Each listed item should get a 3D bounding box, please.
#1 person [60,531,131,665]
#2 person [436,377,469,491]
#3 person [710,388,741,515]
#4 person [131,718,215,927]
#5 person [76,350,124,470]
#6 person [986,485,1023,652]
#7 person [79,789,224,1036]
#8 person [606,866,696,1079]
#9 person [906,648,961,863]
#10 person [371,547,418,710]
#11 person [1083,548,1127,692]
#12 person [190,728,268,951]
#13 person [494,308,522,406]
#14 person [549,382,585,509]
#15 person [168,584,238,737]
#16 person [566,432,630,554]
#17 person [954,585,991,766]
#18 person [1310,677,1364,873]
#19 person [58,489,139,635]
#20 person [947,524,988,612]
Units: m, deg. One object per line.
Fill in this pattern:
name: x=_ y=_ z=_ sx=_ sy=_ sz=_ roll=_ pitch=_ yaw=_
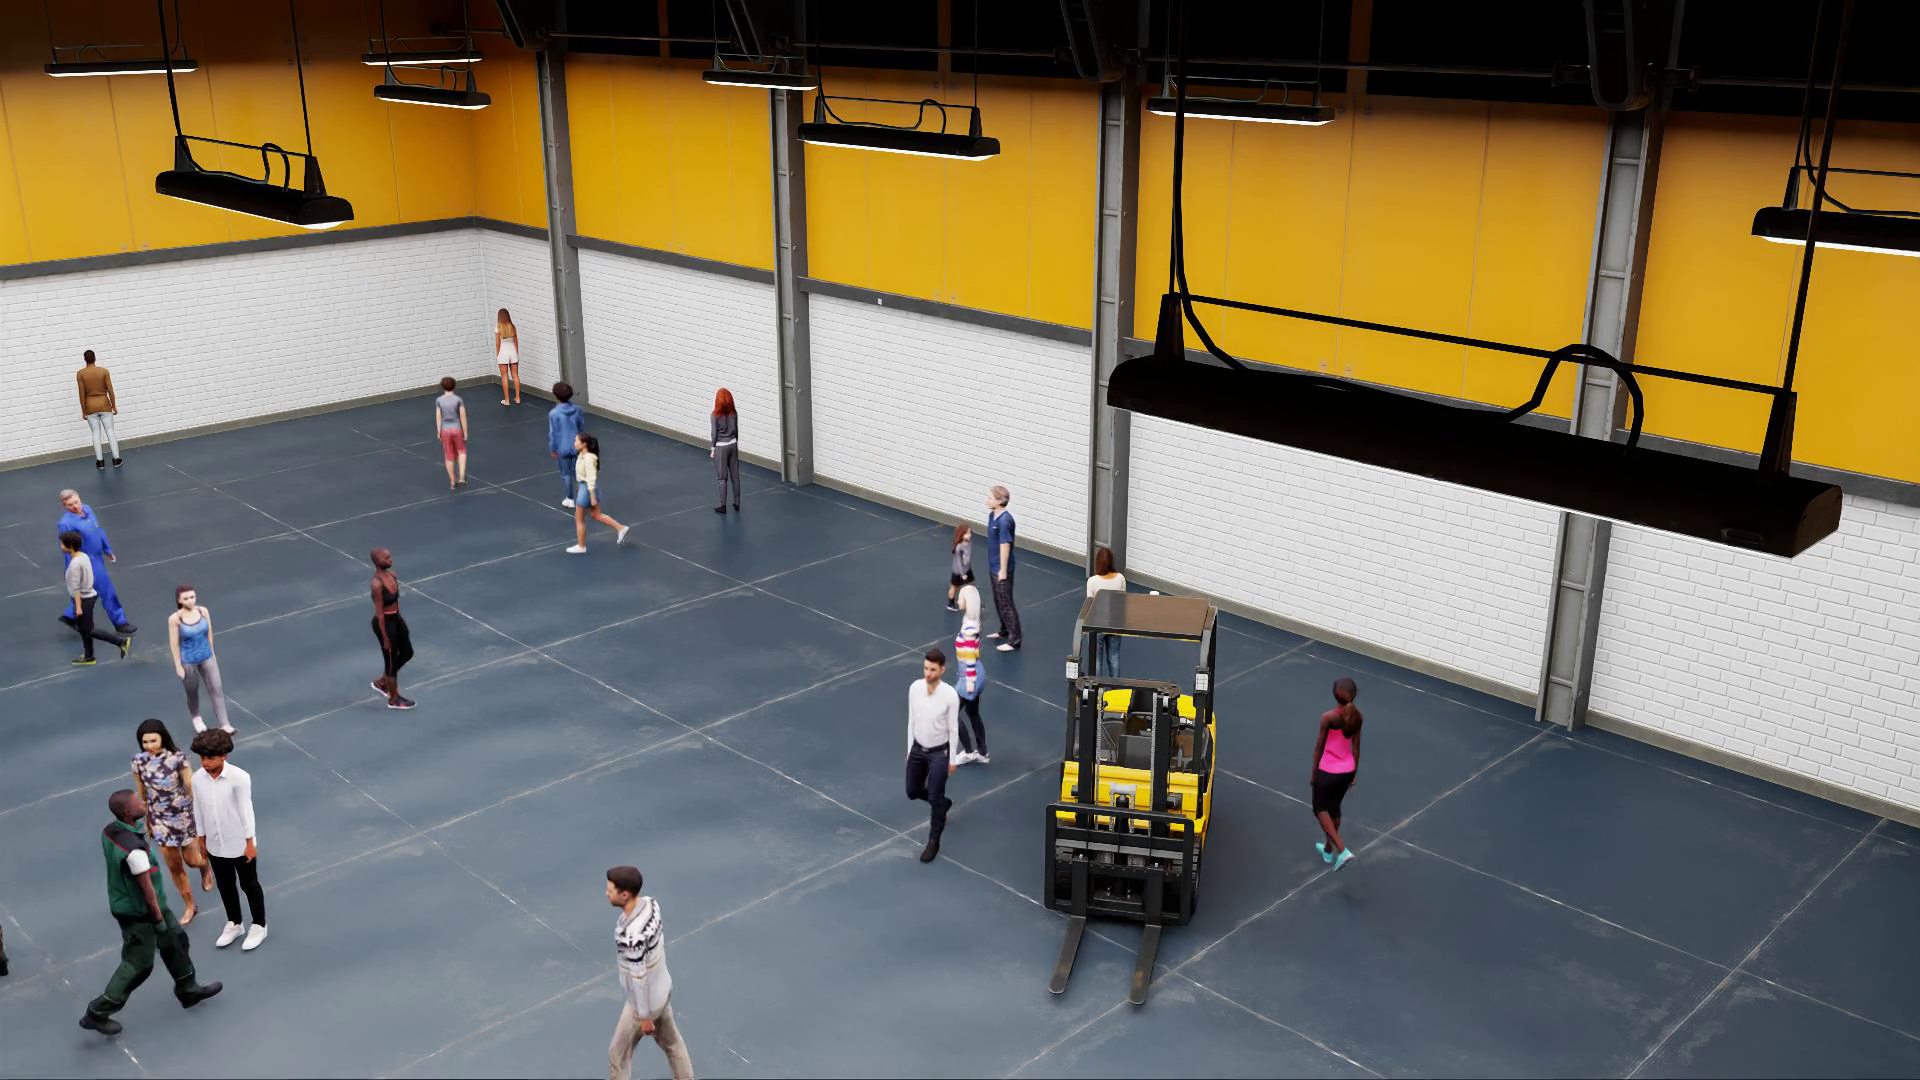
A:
person: x=-9.355 y=0.645 z=17.903 sx=0.879 sy=1.534 sz=0.905 roll=-5 pitch=19 yaw=-13
person: x=-7.402 y=-1.529 z=24.203 sx=0.739 sy=1.635 sz=0.792 roll=-4 pitch=19 yaw=-11
person: x=-3.262 y=-1.255 z=23.162 sx=0.604 sy=1.780 sz=0.548 roll=-13 pitch=23 yaw=-35
person: x=-6.190 y=2.163 z=13.107 sx=0.876 sy=1.721 sz=0.955 roll=-3 pitch=19 yaw=-8
person: x=-13.129 y=-2.005 z=25.334 sx=0.703 sy=1.816 sz=0.639 roll=-9 pitch=21 yaw=-26
person: x=0.470 y=0.294 z=18.431 sx=0.824 sy=1.863 sz=0.704 roll=-5 pitch=19 yaw=-15
person: x=-5.807 y=2.620 z=11.618 sx=0.812 sy=1.804 sz=1.142 roll=-15 pitch=24 yaw=-38
person: x=-1.928 y=2.921 z=10.689 sx=1.139 sy=1.826 sz=1.054 roll=2 pitch=19 yaw=6
person: x=-0.195 y=1.761 z=14.096 sx=0.903 sy=1.850 sz=0.827 roll=10 pitch=21 yaw=28
person: x=-5.877 y=0.893 z=16.835 sx=0.861 sy=1.747 sz=0.799 roll=1 pitch=19 yaw=4
person: x=1.476 y=0.877 z=16.987 sx=0.695 sy=1.681 sz=0.676 roll=-7 pitch=20 yaw=-19
person: x=-5.562 y=2.261 z=12.679 sx=0.687 sy=1.807 sz=0.766 roll=2 pitch=19 yaw=5
person: x=-7.926 y=-3.221 z=29.130 sx=0.610 sy=1.697 sz=0.603 roll=-12 pitch=22 yaw=-32
person: x=-5.451 y=-1.307 z=23.287 sx=0.689 sy=1.799 sz=0.693 roll=-16 pitch=24 yaw=-39
person: x=-7.498 y=1.178 z=16.260 sx=0.992 sy=1.575 sz=0.579 roll=17 pitch=25 yaw=41
person: x=-4.722 y=-0.609 z=21.518 sx=1.050 sy=1.605 sz=1.088 roll=-4 pitch=19 yaw=-12
person: x=0.180 y=1.287 z=15.590 sx=0.841 sy=1.796 sz=0.790 roll=1 pitch=19 yaw=3
person: x=3.127 y=1.965 z=13.714 sx=0.810 sy=1.707 sz=0.984 roll=-6 pitch=19 yaw=-16
person: x=-9.840 y=0.268 z=18.657 sx=1.149 sy=1.769 sz=1.145 roll=-5 pitch=19 yaw=-14
person: x=-0.023 y=0.326 z=19.559 sx=0.755 sy=1.083 sz=0.542 roll=14 pitch=23 yaw=35
